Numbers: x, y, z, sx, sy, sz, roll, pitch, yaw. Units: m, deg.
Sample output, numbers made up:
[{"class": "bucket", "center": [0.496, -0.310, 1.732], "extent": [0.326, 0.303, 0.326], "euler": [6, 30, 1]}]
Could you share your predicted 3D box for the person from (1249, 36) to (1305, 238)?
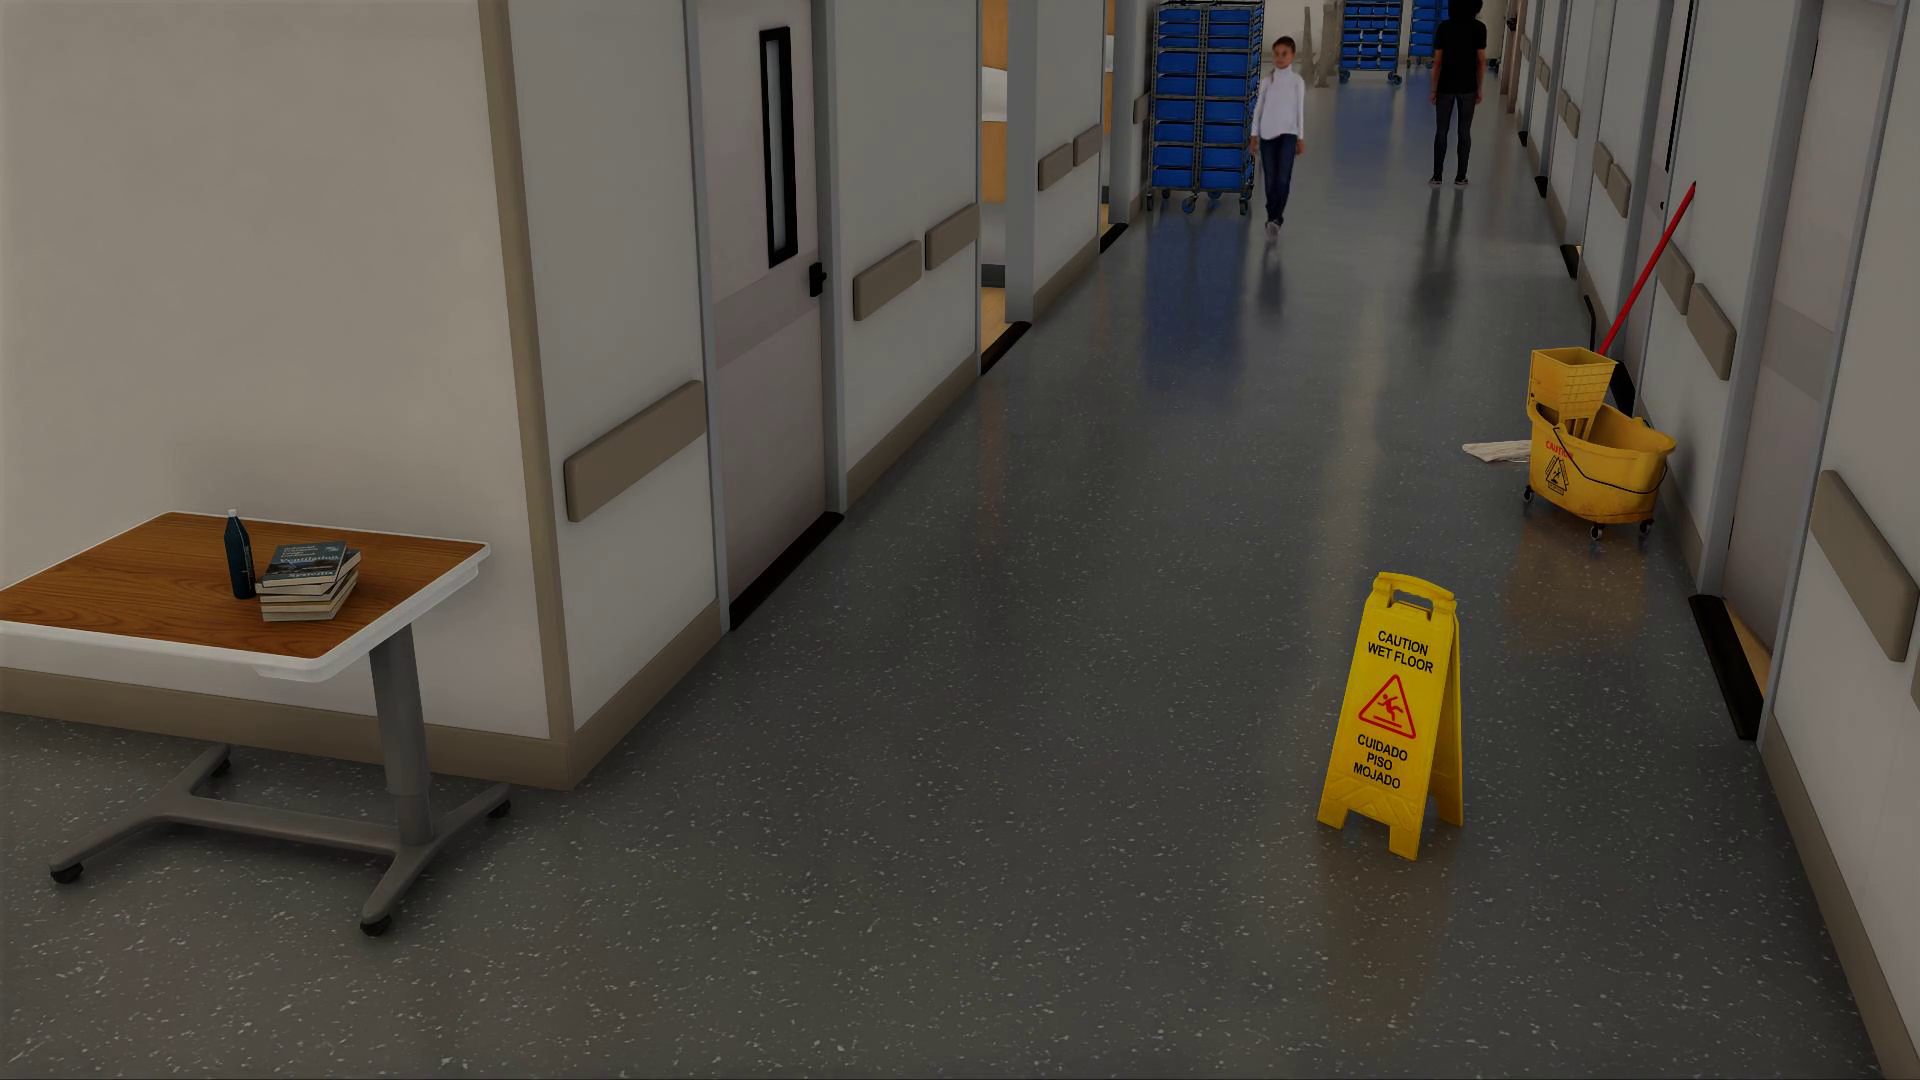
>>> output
[{"class": "person", "center": [2.558, -3.196, 13.253], "extent": [0.649, 1.517, 1.072], "euler": [8, 22, 20]}]

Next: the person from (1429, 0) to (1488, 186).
[{"class": "person", "center": [4.684, -4.291, 15.674], "extent": [0.632, 1.836, 0.527], "euler": [6, 22, 16]}]
